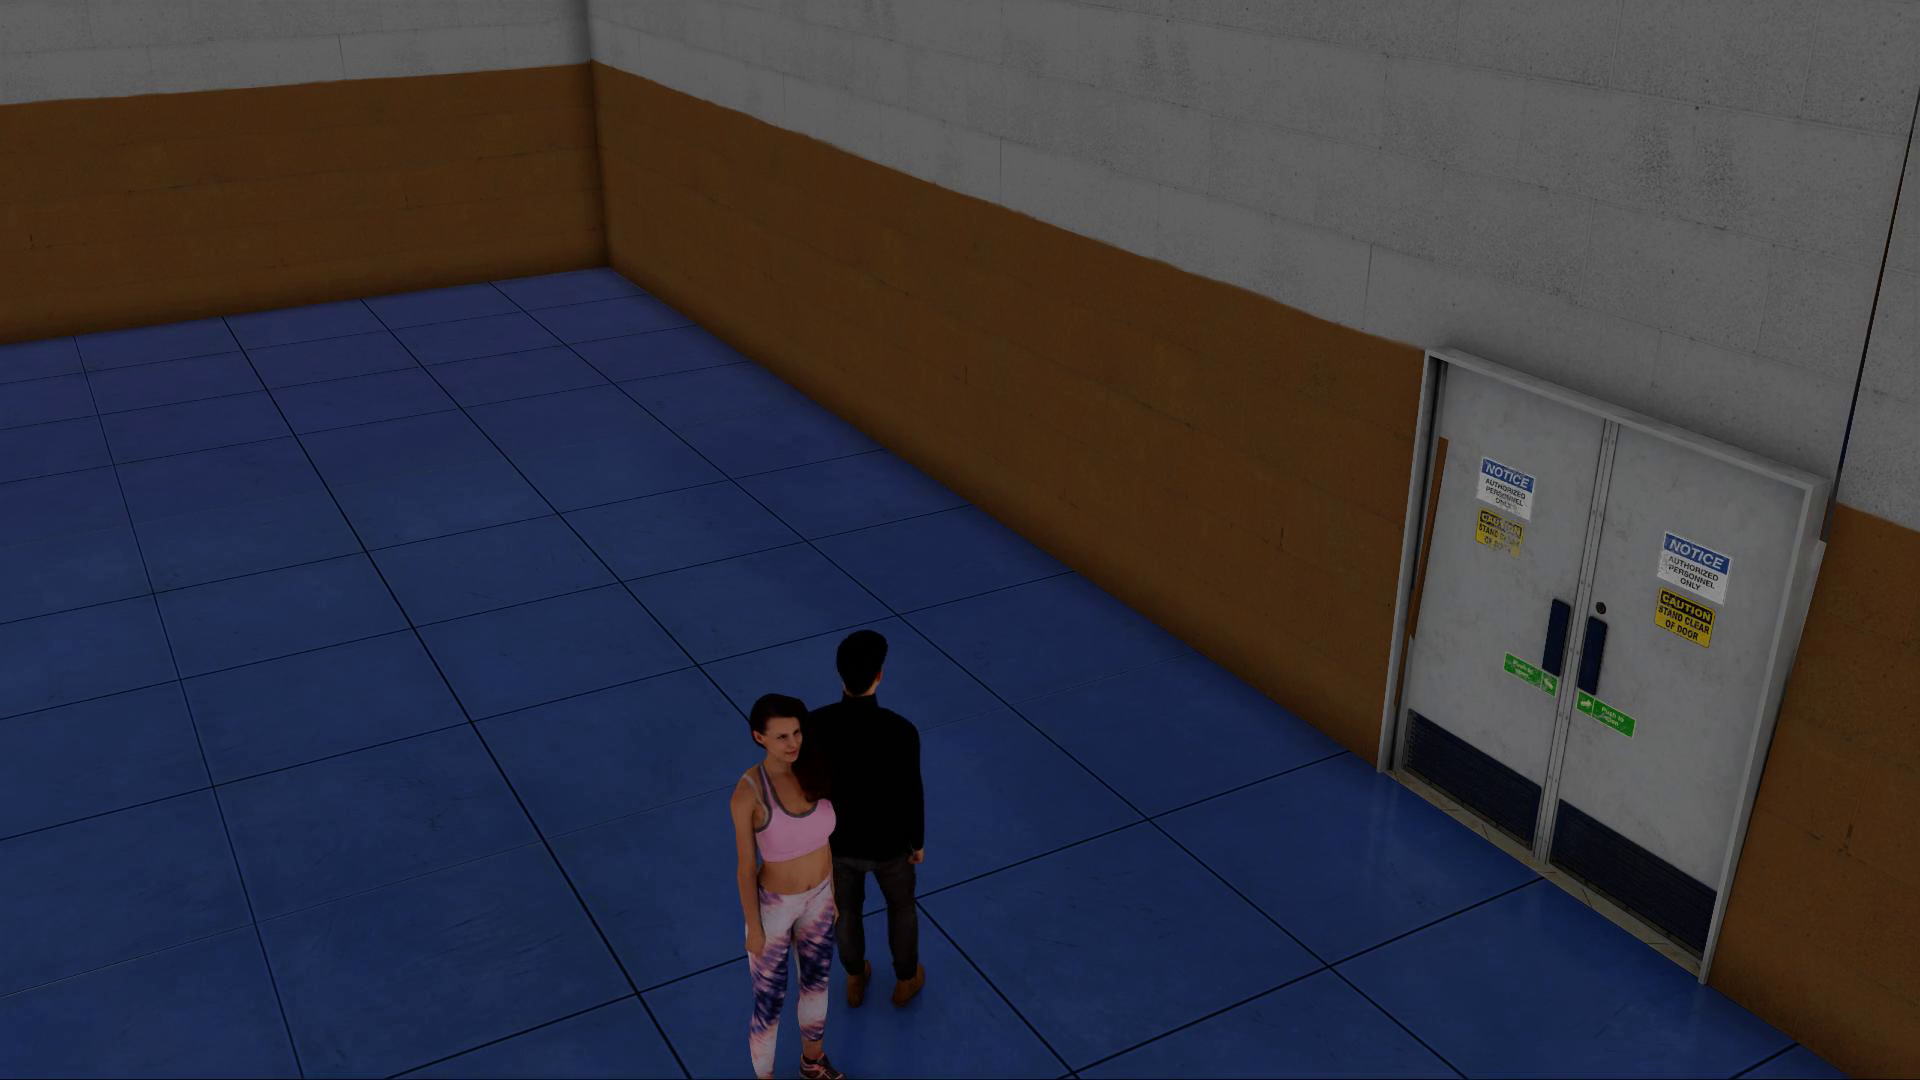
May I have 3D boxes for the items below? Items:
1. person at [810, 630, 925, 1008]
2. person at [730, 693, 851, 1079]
[{"bbox_3d":[-0.400,1.164,6.675,0.746,1.718,0.825,4,24,10],"label":"person"},{"bbox_3d":[-0.630,1.366,6.155,0.556,1.767,0.701,-20,31,-39],"label":"person"}]
